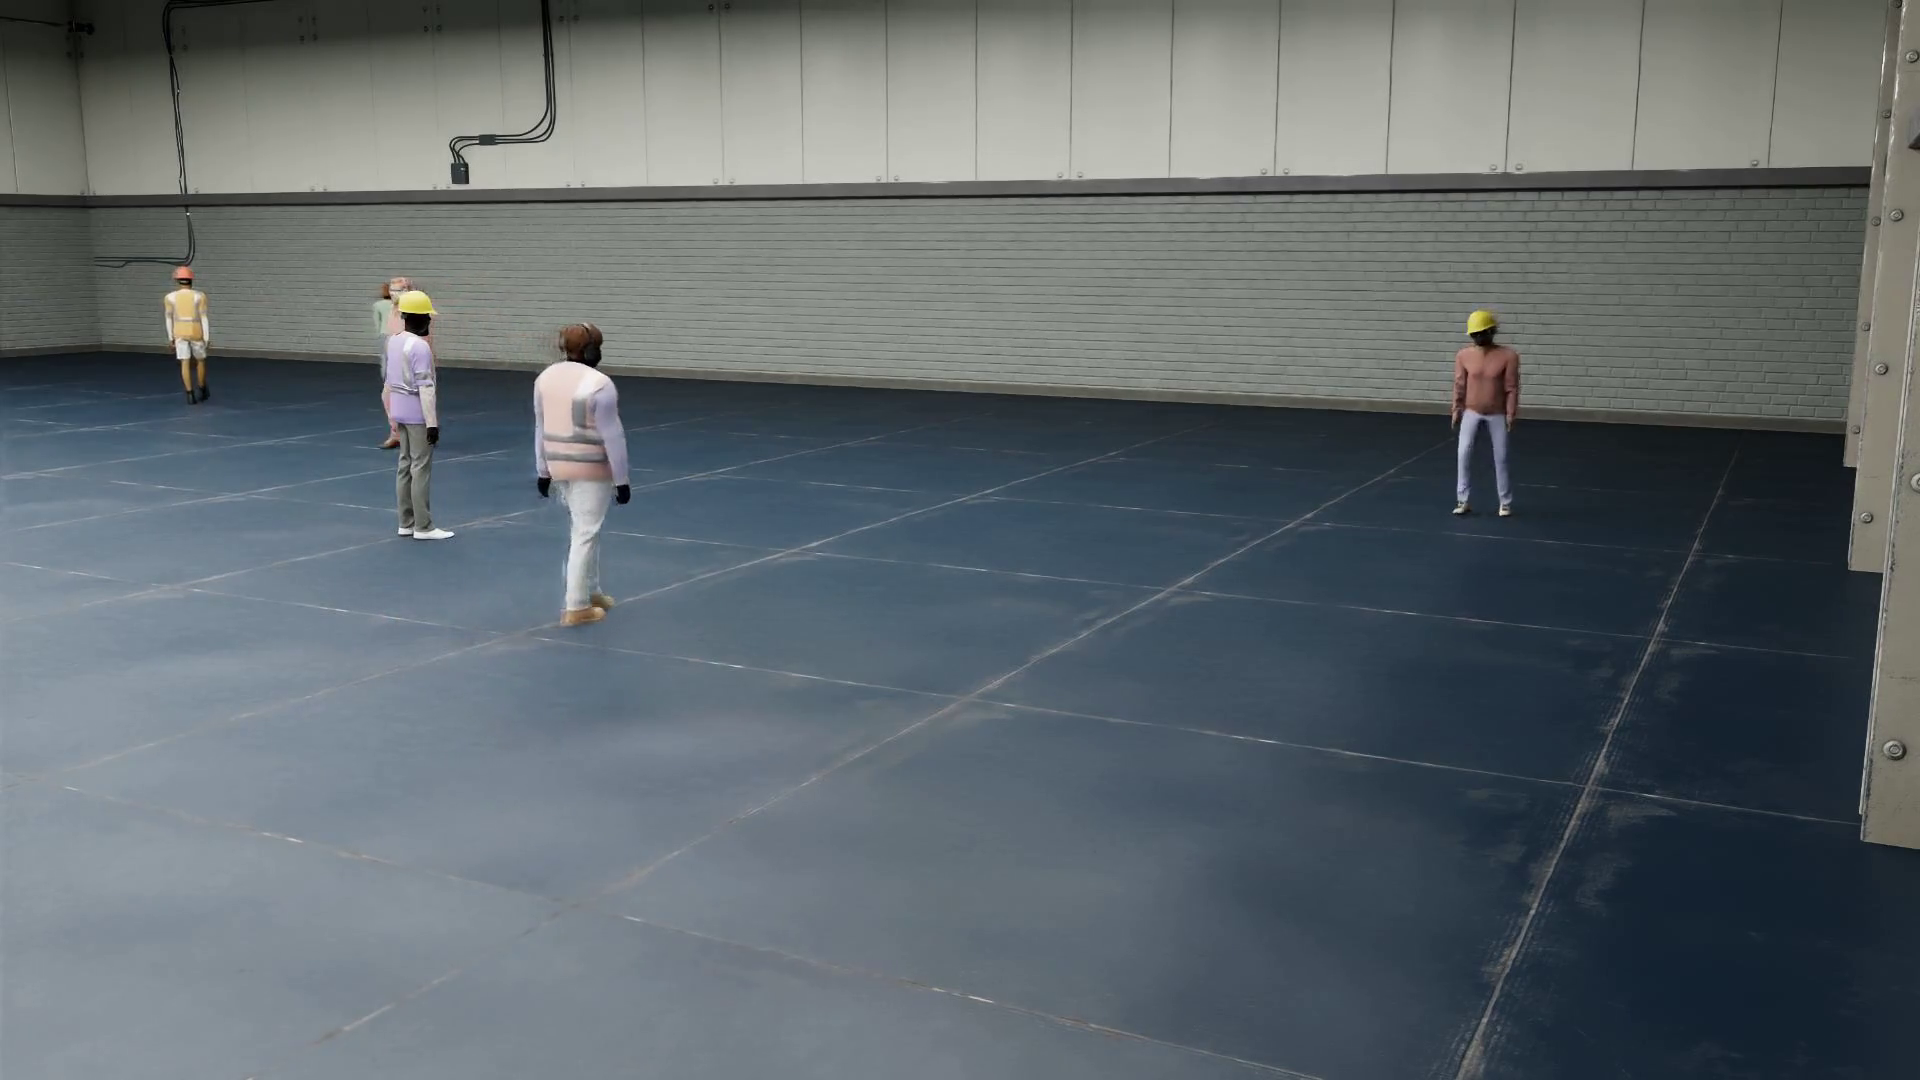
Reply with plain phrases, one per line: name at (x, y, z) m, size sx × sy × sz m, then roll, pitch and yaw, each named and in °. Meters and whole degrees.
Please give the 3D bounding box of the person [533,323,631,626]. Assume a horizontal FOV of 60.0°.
person at (-2.228, -0.409, 10.158) m, size 0.659 × 1.823 × 0.660 m, roll 8°, pitch 13°, yaw 36°

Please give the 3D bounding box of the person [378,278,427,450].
person at (-6.115, -1.906, 18.141) m, size 0.680 × 1.883 × 0.688 m, roll 9°, pitch 14°, yaw 40°

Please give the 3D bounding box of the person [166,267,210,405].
person at (-10.846, -2.880, 23.423) m, size 0.561 × 1.892 × 0.945 m, roll -3°, pitch 11°, yaw -17°

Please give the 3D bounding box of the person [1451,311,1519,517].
person at (4.370, -1.041, 13.875) m, size 0.534 × 1.721 × 0.560 m, roll 5°, pitch 12°, yaw 27°

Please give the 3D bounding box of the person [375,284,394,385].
person at (-8.963, -3.238, 26.215) m, size 0.499 × 1.594 × 0.846 m, roll -1°, pitch 10°, yaw -6°

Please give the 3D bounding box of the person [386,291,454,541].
person at (-4.202, -0.962, 12.898) m, size 0.382 × 1.924 × 0.594 m, roll -10°, pitch 14°, yaw -42°
